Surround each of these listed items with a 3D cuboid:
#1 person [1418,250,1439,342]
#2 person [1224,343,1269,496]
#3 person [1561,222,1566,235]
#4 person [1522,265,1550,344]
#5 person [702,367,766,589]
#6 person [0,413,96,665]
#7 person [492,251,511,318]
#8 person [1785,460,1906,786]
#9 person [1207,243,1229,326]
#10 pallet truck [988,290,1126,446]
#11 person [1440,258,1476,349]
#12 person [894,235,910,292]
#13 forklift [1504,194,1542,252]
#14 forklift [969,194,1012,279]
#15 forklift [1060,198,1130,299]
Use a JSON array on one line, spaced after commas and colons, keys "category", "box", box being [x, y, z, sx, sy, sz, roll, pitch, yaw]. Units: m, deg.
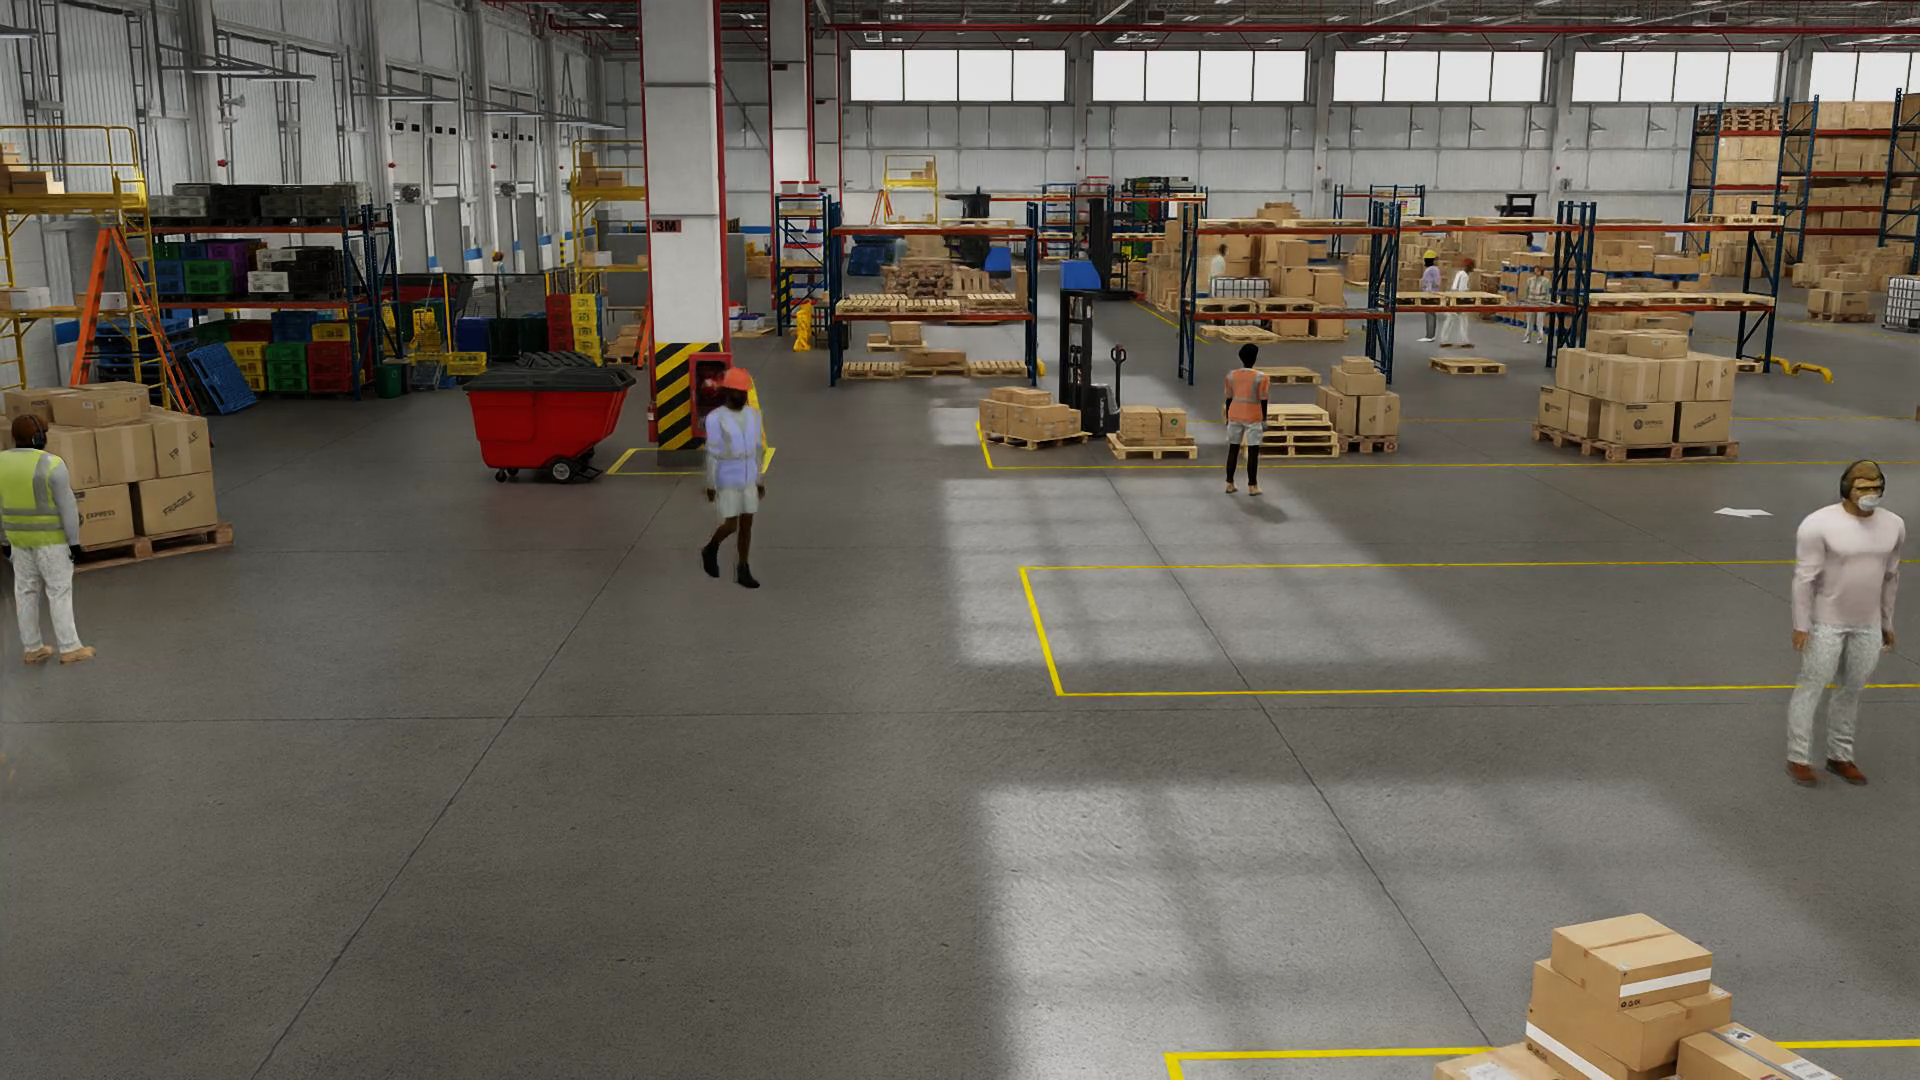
[{"category": "person", "box": [9.913, -5.151, 35.148, 0.385, 1.928, 0.589, 8, 15, 31]}, {"category": "person", "box": [3.175, -1.336, 18.470, 0.534, 1.694, 0.321, 9, 15, 35]}, {"category": "person", "box": [20.110, -9.658, 55.589, 0.573, 1.886, 0.587, -7, 14, -28]}, {"category": "person", "box": [12.037, -4.917, 34.745, 0.517, 1.641, 0.308, 10, 16, 38]}, {"category": "person", "box": [-1.956, -0.543, 14.349, 0.545, 1.925, 0.548, -12, 17, -43]}, {"category": "person", "box": [-6.682, -0.003, 12.100, 0.634, 1.841, 0.429, 2, 13, 7]}, {"category": "person", "box": [-11.300, -6.263, 40.849, 0.321, 1.632, 0.524, -11, 16, -40]}, {"category": "person", "box": [5.141, 0.482, 9.688, 0.635, 1.937, 0.352, -1, 13, -5]}, {"category": "person", "box": [6.091, -5.938, 38.732, 0.681, 1.910, 0.631, 0, 12, 0]}, {"category": "pallet truck", "box": [1.257, -2.299, 22.111, 1.885, 1.965, 0.823, -9, 15, -35]}, {"category": "person", "box": [10.120, -4.779, 33.713, 0.683, 1.839, 0.580, 0, 12, 0]}, {"category": "person", "box": [-1.692, -8.088, 48.446, 0.467, 1.918, 0.623, -6, 14, -25]}, {"category": "forklift", "box": [18.825, -10.258, 56.034, 1.129, 2.768, 1.873, 0, 12, -2]}, {"category": "forklift", "box": [0.679, -10.025, 54.985, 1.873, 2.768, 1.129, -7, 14, -28]}, {"category": "forklift", "box": [3.796, -8.210, 46.791, 1.873, 2.768, 1.129, 0, 12, -2]}]
